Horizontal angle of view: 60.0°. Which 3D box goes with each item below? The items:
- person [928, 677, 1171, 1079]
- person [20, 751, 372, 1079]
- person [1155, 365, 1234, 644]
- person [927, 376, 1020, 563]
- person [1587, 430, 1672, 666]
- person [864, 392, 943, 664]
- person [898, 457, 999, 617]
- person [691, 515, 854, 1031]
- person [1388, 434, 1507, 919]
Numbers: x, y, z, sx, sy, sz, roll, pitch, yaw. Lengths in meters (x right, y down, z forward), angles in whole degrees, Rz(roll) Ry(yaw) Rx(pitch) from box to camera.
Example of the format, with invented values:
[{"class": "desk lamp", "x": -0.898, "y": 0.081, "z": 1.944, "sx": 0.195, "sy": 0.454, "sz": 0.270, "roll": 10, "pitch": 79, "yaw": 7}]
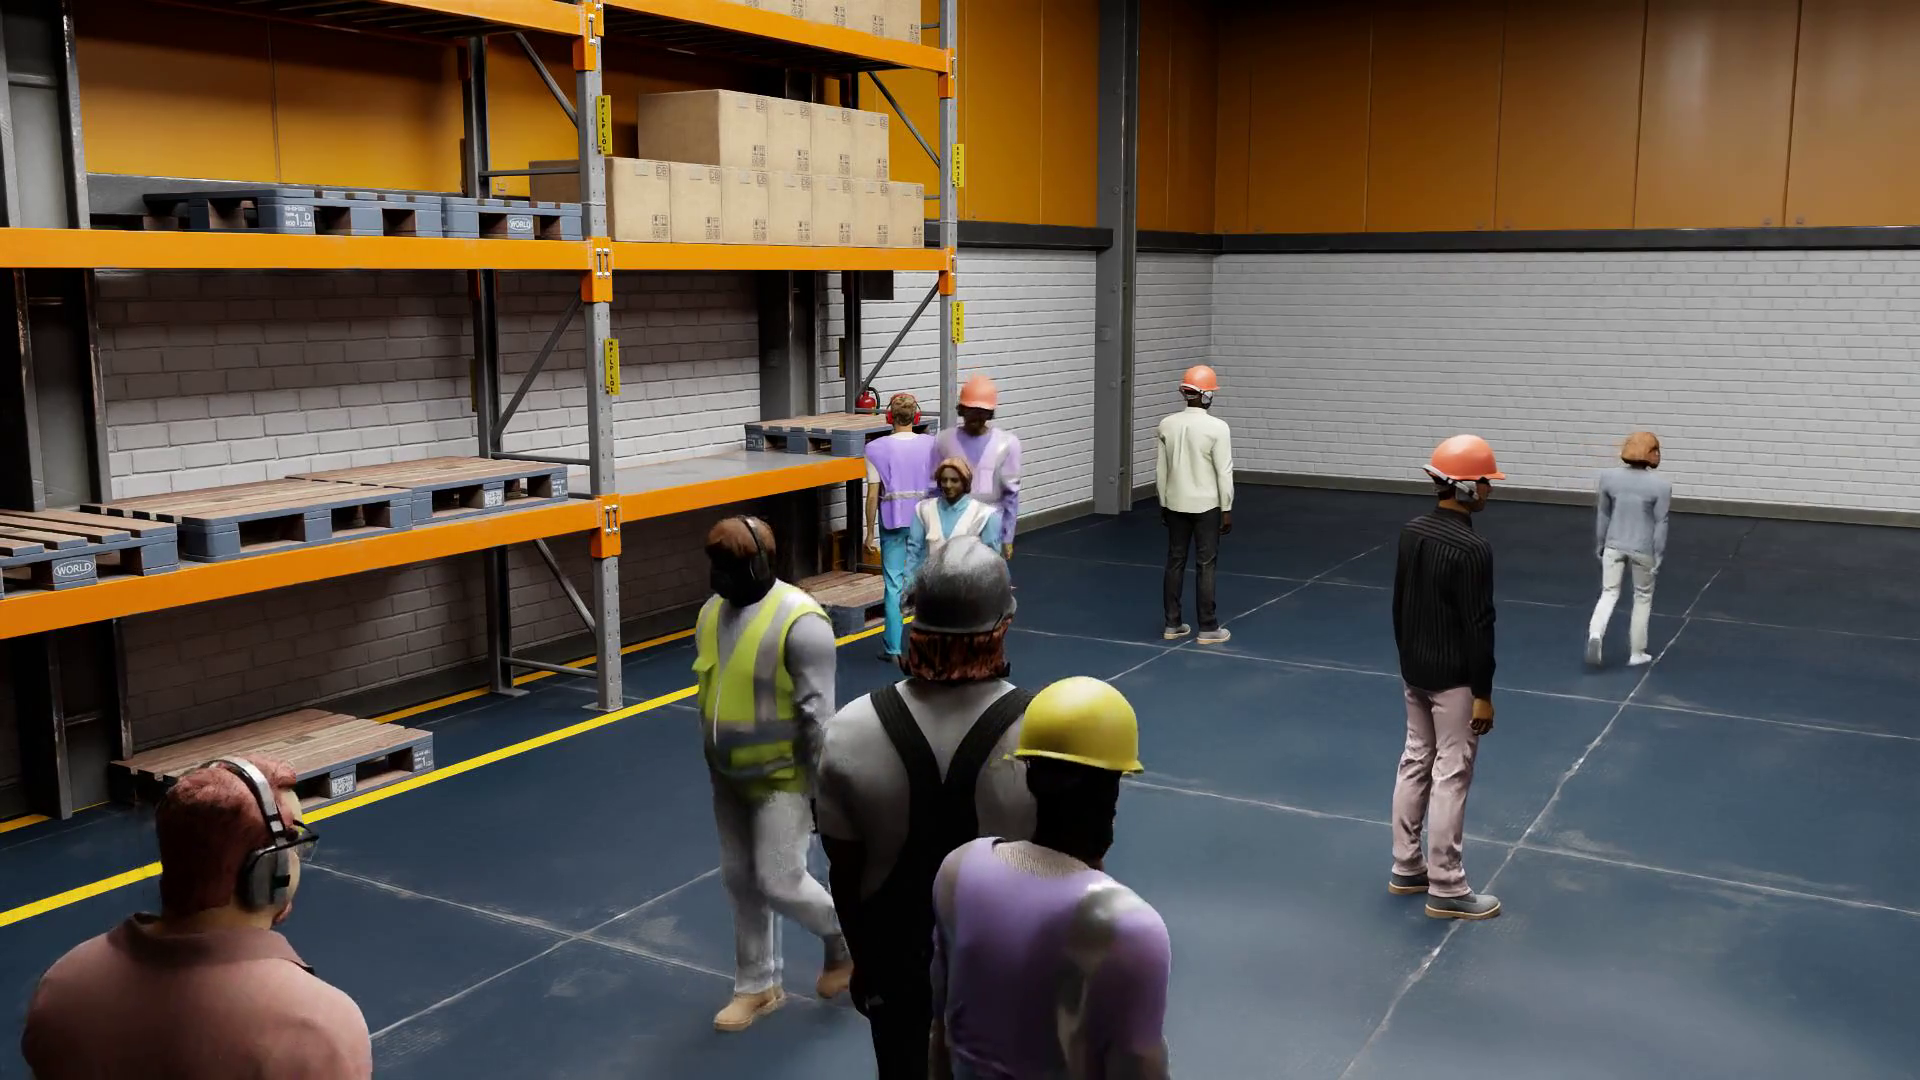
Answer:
[{"class": "person", "x": 0.091, "y": 1.213, "z": 3.137, "sx": 0.670, "sy": 1.892, "sz": 0.639, "roll": -8, "pitch": 12, "yaw": -40}, {"class": "person", "x": -1.171, "y": 1.276, "z": 2.721, "sx": 0.665, "sy": 1.889, "sz": 0.431, "roll": 2, "pitch": 9, "yaw": 15}, {"class": "person", "x": 1.693, "y": -0.253, "z": 11.940, "sx": 0.622, "sy": 1.994, "sz": 0.380, "roll": 8, "pitch": 12, "yaw": 39}, {"class": "person", "x": 0.089, "y": -0.095, "z": 11.013, "sx": 0.609, "sy": 1.999, "sz": 0.976, "roll": 0, "pitch": 9, "yaw": 2}, {"class": "person", "x": 4.451, "y": 0.070, "z": 11.097, "sx": 0.502, "sy": 1.614, "sz": 0.653, "roll": 8, "pitch": 12, "yaw": 41}, {"class": "person", "x": -0.371, "y": -0.072, "z": 11.272, "sx": 0.563, "sy": 1.847, "sz": 0.394, "roll": -3, "pitch": 9, "yaw": -15}, {"class": "person", "x": -0.076, "y": 0.341, "z": 9.451, "sx": 0.536, "sy": 1.610, "sz": 0.767, "roll": 4, "pitch": 10, "yaw": 22}, {"class": "person", "x": -0.649, "y": 0.809, "z": 5.818, "sx": 0.658, "sy": 1.835, "sz": 0.545, "roll": 8, "pitch": 12, "yaw": 41}, {"class": "person", "x": 2.025, "y": 0.556, "z": 6.890, "sx": 0.387, "sy": 1.992, "sz": 0.626, "roll": -2, "pitch": 9, "yaw": -15}]
